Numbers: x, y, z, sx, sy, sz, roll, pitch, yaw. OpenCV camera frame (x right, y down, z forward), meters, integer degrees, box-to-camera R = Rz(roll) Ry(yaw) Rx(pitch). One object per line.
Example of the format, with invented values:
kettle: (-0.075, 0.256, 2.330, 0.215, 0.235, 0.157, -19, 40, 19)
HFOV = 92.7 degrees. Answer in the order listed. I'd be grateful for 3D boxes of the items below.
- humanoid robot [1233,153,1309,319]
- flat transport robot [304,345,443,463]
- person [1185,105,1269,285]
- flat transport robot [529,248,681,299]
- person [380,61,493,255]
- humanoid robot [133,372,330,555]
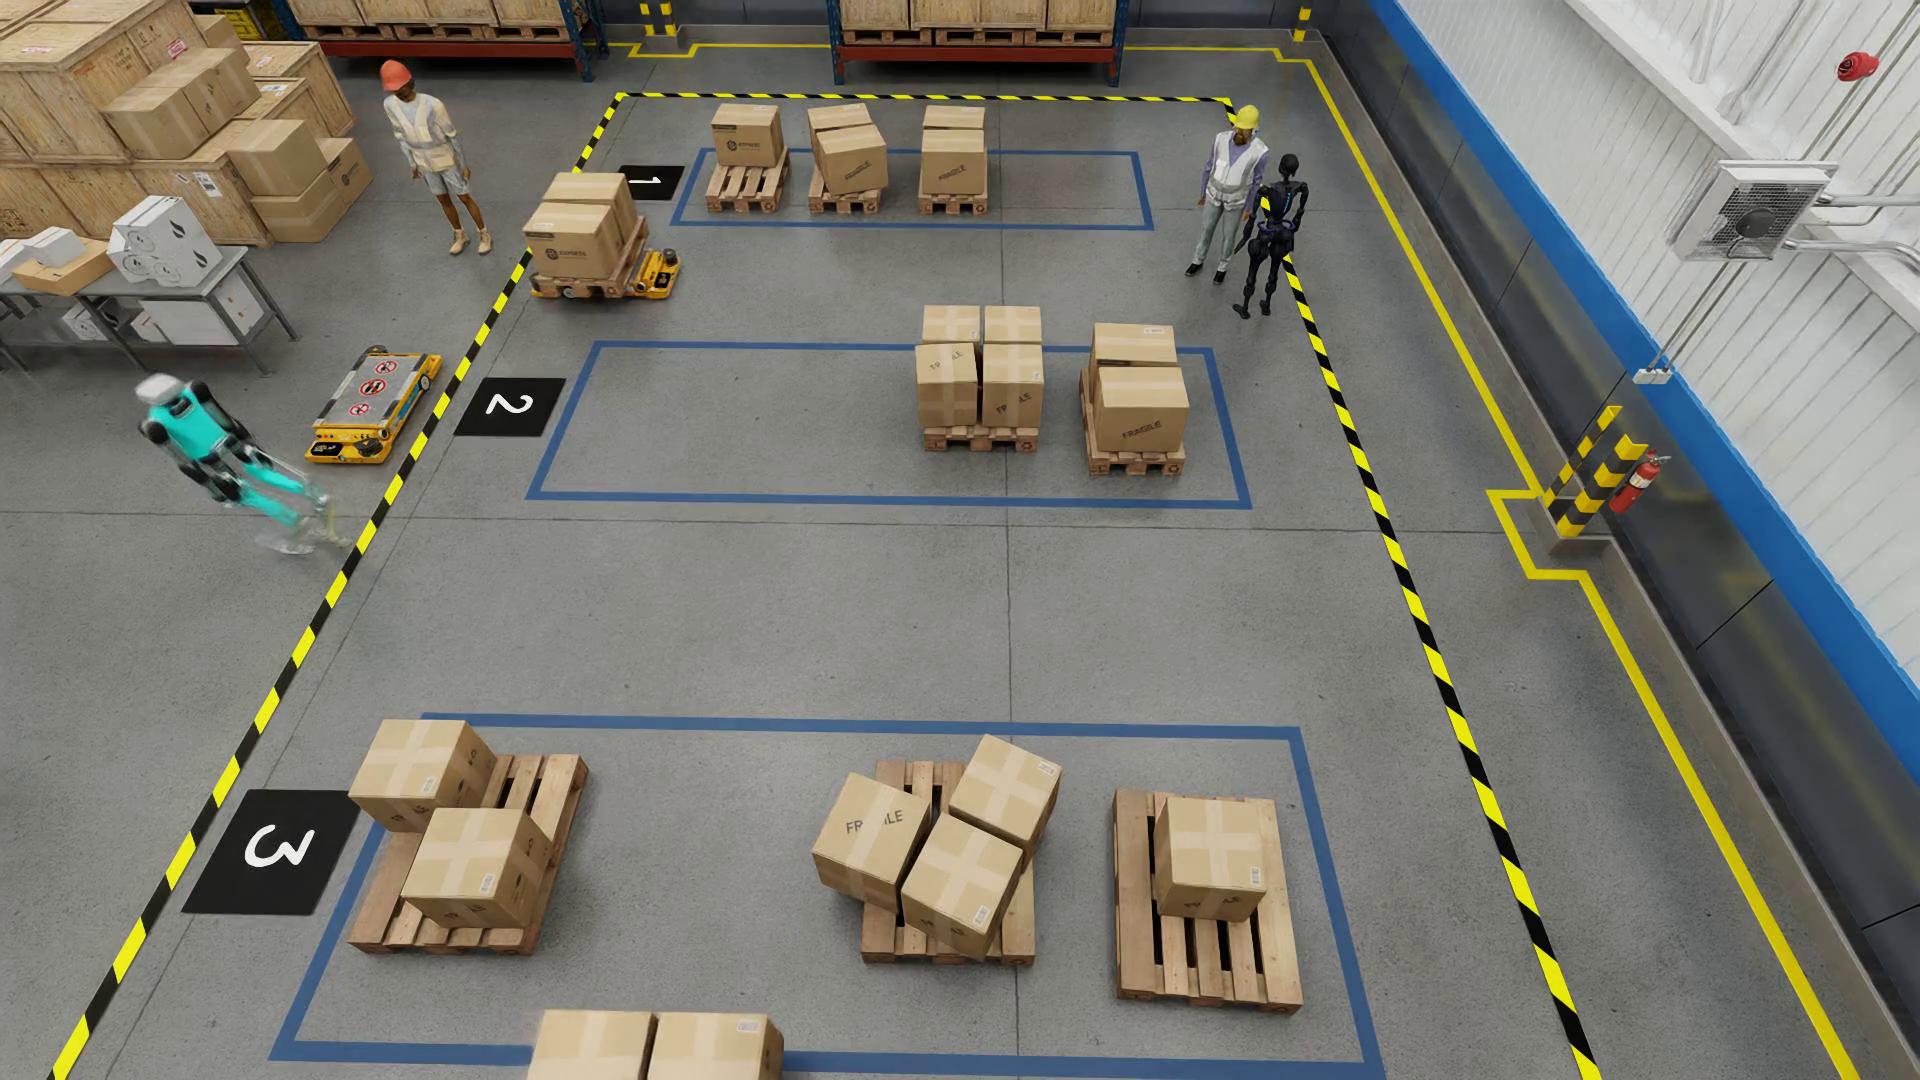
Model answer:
humanoid robot: (3.011, -2.937, 8.918, 0.599, 1.659, 0.315, -6, 50, -5)
flat transport robot: (-5.383, -1.269, 8.441, 0.659, 0.231, 1.431, 1, 50, 1)
person: (2.697, -3.471, 9.277, 0.589, 1.837, 0.404, 25, 54, 20)
flat transport robot: (-3.771, -2.855, 9.765, 1.431, 0.197, 0.652, 1, 50, 1)
person: (-5.444, -3.913, 9.519, 0.614, 2.039, 0.387, 0, 50, 0)
humanoid robot: (-5.177, -0.499, 6.739, 0.735, 1.677, 0.533, 8, 50, 7)
